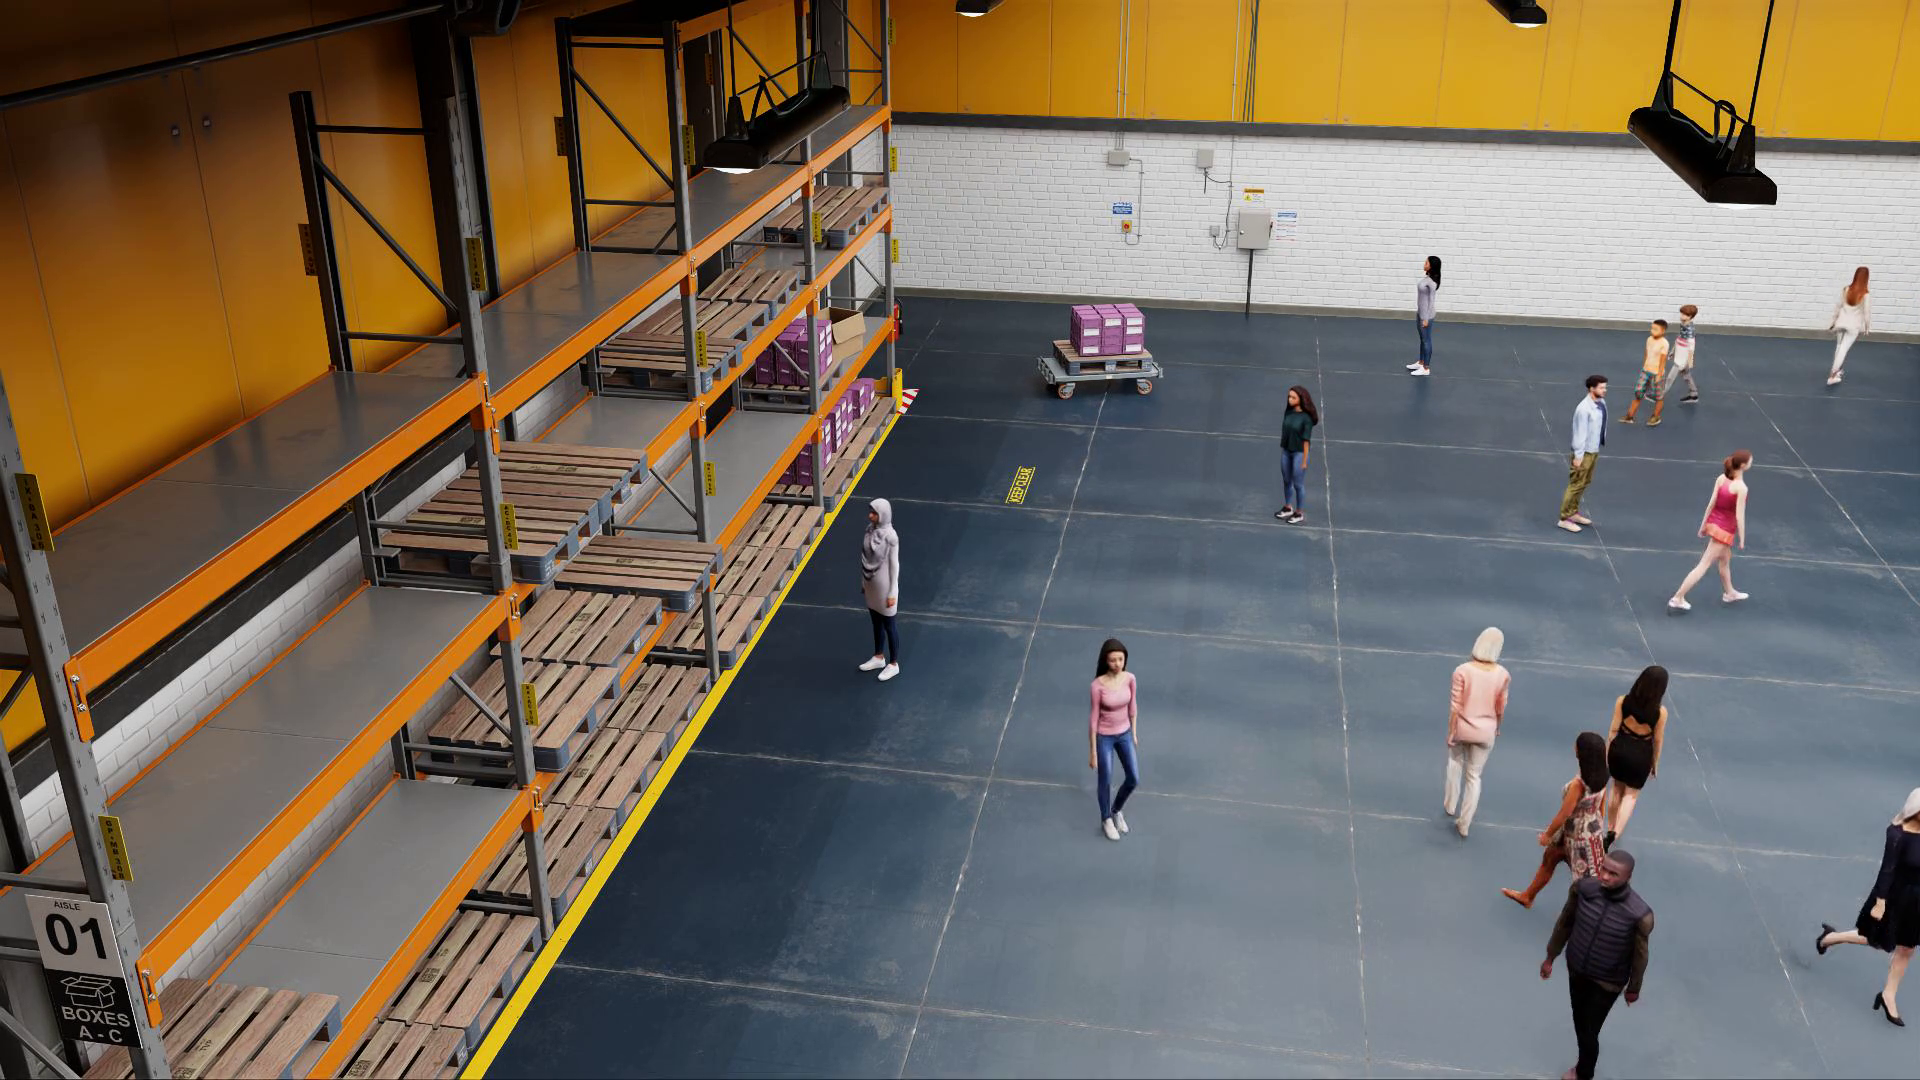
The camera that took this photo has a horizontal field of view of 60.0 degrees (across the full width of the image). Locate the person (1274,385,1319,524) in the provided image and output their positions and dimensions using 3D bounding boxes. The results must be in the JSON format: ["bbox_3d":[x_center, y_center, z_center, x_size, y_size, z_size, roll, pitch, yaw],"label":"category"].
[{"bbox_3d":[3.843,-0.992,19.025,0.760,1.614,0.700,-16,28,-32],"label":"person"}]

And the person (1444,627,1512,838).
[{"bbox_3d":[4.050,1.545,13.135,0.595,1.684,0.735,1,24,2],"label":"person"}]

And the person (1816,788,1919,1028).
[{"bbox_3d":[6.216,2.388,11.153,0.881,1.726,1.045,-9,25,-20],"label":"person"}]

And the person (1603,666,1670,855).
[{"bbox_3d":[5.128,1.736,12.765,0.774,1.629,0.955,13,27,28],"label":"person"}]

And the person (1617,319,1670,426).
[{"bbox_3d":[9.248,-2.214,22.041,0.911,1.437,0.887,-13,27,-28],"label":"person"}]

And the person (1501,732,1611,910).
[{"bbox_3d":[4.493,2.170,11.820,1.047,1.591,1.163,20,31,38],"label":"person"}]

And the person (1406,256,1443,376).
[{"bbox_3d":[6.757,-3.256,24.052,0.683,1.736,0.494,1,24,3],"label":"person"}]

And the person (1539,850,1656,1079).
[{"bbox_3d":[4.026,2.676,10.379,0.939,1.818,0.879,-15,28,-31],"label":"person"}]

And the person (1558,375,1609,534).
[{"bbox_3d":[7.068,-1.005,18.810,0.823,1.810,0.698,19,30,37],"label":"person"}]

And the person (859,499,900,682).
[{"bbox_3d":[-0.733,0.446,15.534,0.723,1.775,0.689,-20,30,-37],"label":"person"}]

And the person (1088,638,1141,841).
[{"bbox_3d":[1.167,1.528,13.106,0.727,1.736,0.754,-9,25,-21],"label":"person"}]

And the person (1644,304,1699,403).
[{"bbox_3d":[9.964,-2.511,22.767,0.607,1.401,0.903,3,24,7],"label":"person"}]

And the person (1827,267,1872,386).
[{"bbox_3d":[12.524,-3.006,23.534,0.955,1.692,0.893,-16,28,-32],"label":"person"}]

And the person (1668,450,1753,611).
[{"bbox_3d":[7.602,-0.058,16.783,0.935,1.699,1.174,-5,24,-12],"label":"person"}]
